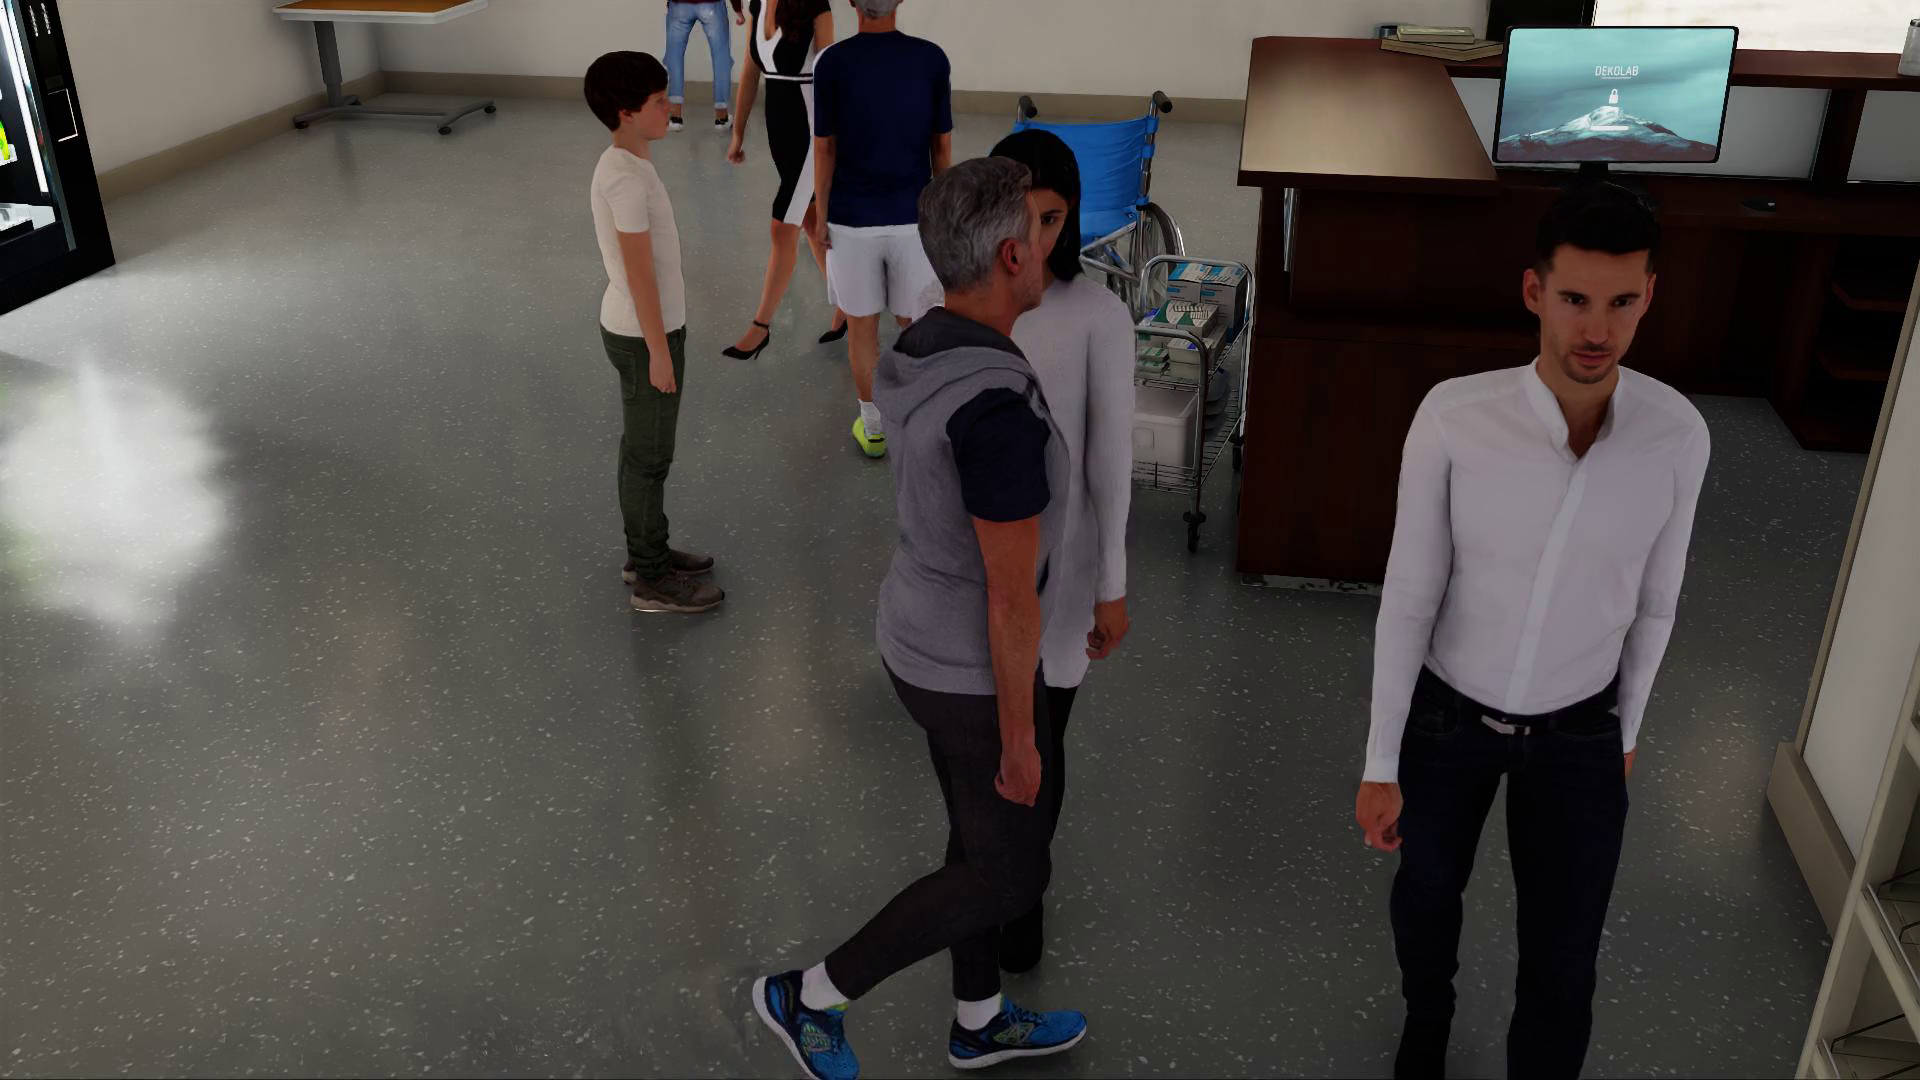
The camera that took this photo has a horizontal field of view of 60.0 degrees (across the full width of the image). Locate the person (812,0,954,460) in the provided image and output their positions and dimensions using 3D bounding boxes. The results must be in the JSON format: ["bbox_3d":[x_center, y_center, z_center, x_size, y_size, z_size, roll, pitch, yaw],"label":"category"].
[{"bbox_3d":[-0.255,-1.088,5.737,0.869,1.821,1.040,-7,27,-14],"label":"person"}]

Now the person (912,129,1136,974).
[{"bbox_3d":[0.149,0.036,3.439,0.642,1.792,0.709,6,26,12],"label":"person"}]

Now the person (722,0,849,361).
[{"bbox_3d":[-0.614,-1.650,6.965,0.968,1.765,1.132,22,33,38],"label":"person"}]

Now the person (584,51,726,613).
[{"bbox_3d":[-0.933,-0.595,4.910,0.709,1.651,0.585,-5,26,-10],"label":"person"}]

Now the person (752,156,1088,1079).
[{"bbox_3d":[-0.076,0.256,2.968,0.996,1.804,0.990,-5,26,-11],"label":"person"}]

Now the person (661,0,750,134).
[{"bbox_3d":[-1.702,-3.503,10.974,0.829,1.621,0.709,7,27,15],"label":"person"}]

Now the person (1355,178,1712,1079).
[{"bbox_3d":[0.940,0.269,2.905,0.673,1.836,1.026,7,27,15],"label":"person"}]
